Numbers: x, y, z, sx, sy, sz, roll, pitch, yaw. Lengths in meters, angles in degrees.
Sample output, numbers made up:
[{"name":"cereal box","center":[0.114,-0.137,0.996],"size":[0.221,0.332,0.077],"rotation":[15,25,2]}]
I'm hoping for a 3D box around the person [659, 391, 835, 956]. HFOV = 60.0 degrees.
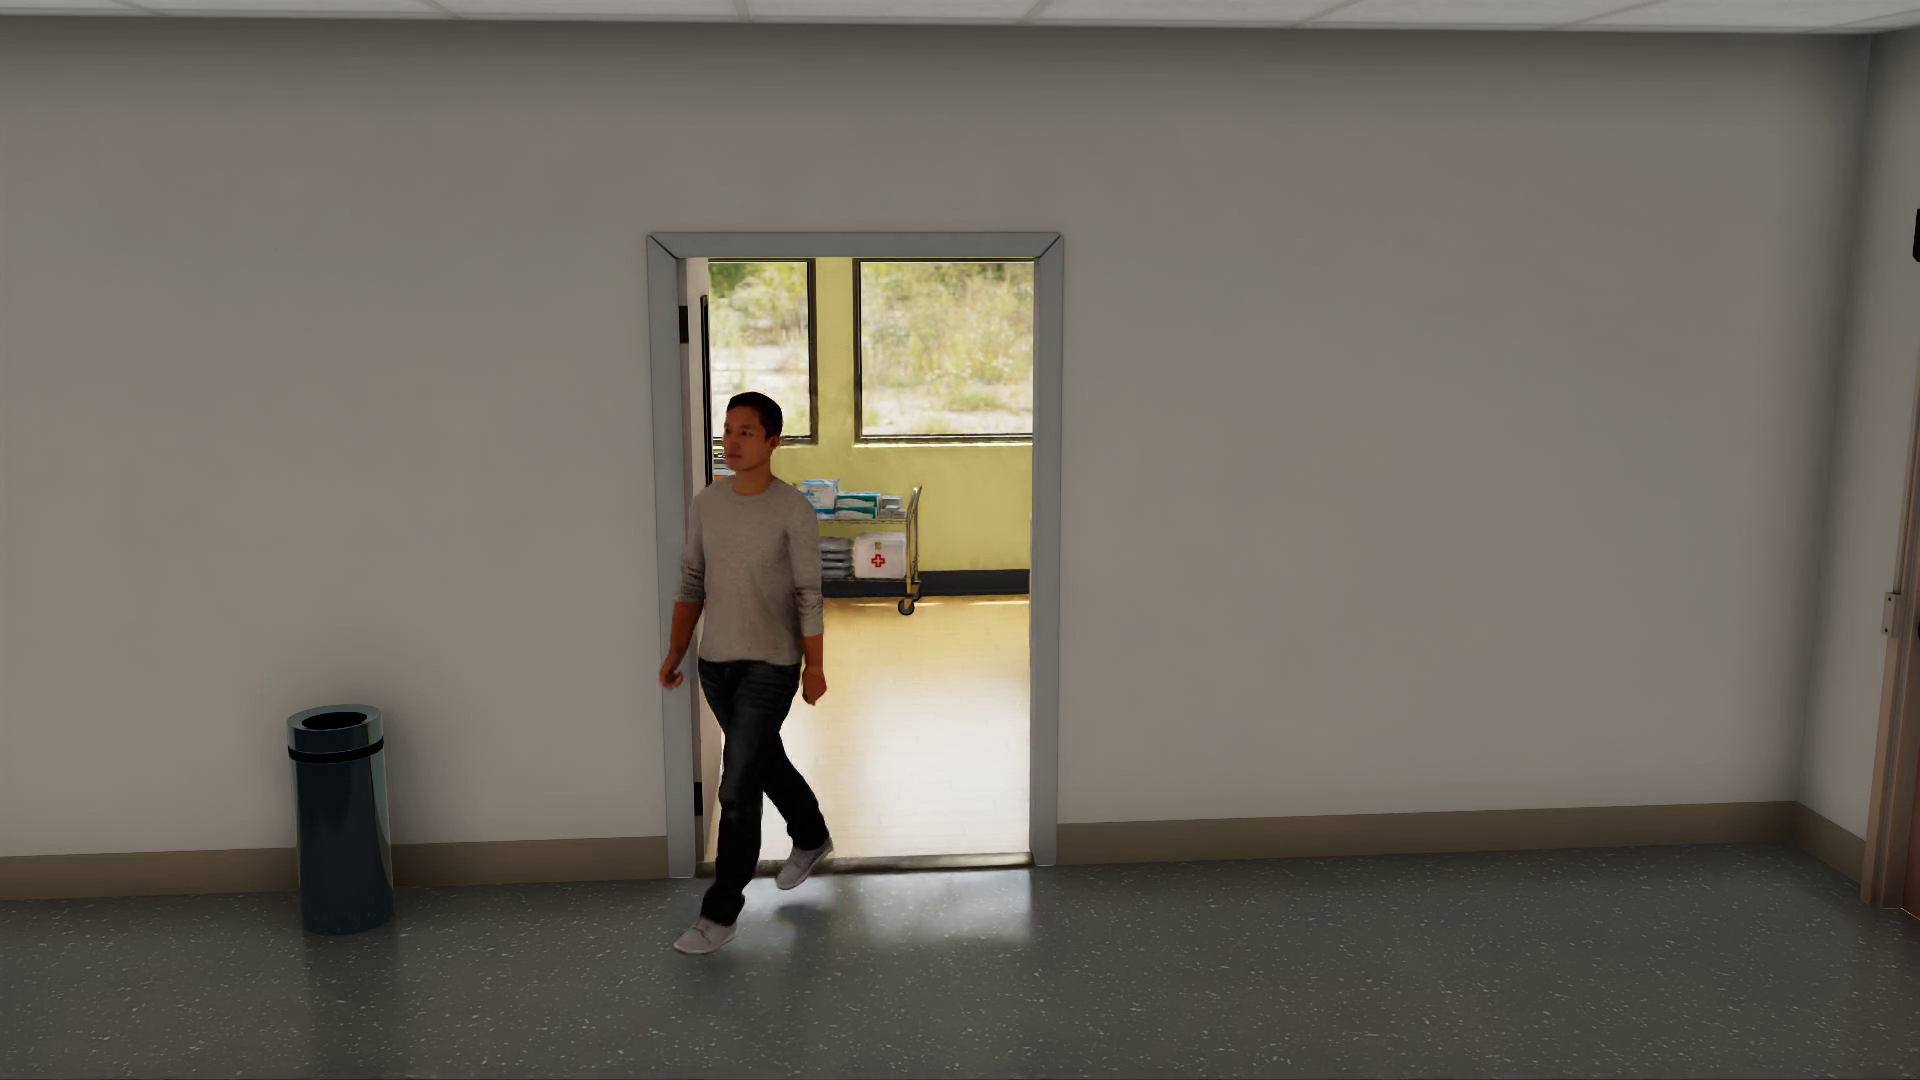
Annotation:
[{"name":"person","center":[-0.650,0.411,5.589],"size":[1.166,1.769,1.154],"rotation":[7,13,32]}]
